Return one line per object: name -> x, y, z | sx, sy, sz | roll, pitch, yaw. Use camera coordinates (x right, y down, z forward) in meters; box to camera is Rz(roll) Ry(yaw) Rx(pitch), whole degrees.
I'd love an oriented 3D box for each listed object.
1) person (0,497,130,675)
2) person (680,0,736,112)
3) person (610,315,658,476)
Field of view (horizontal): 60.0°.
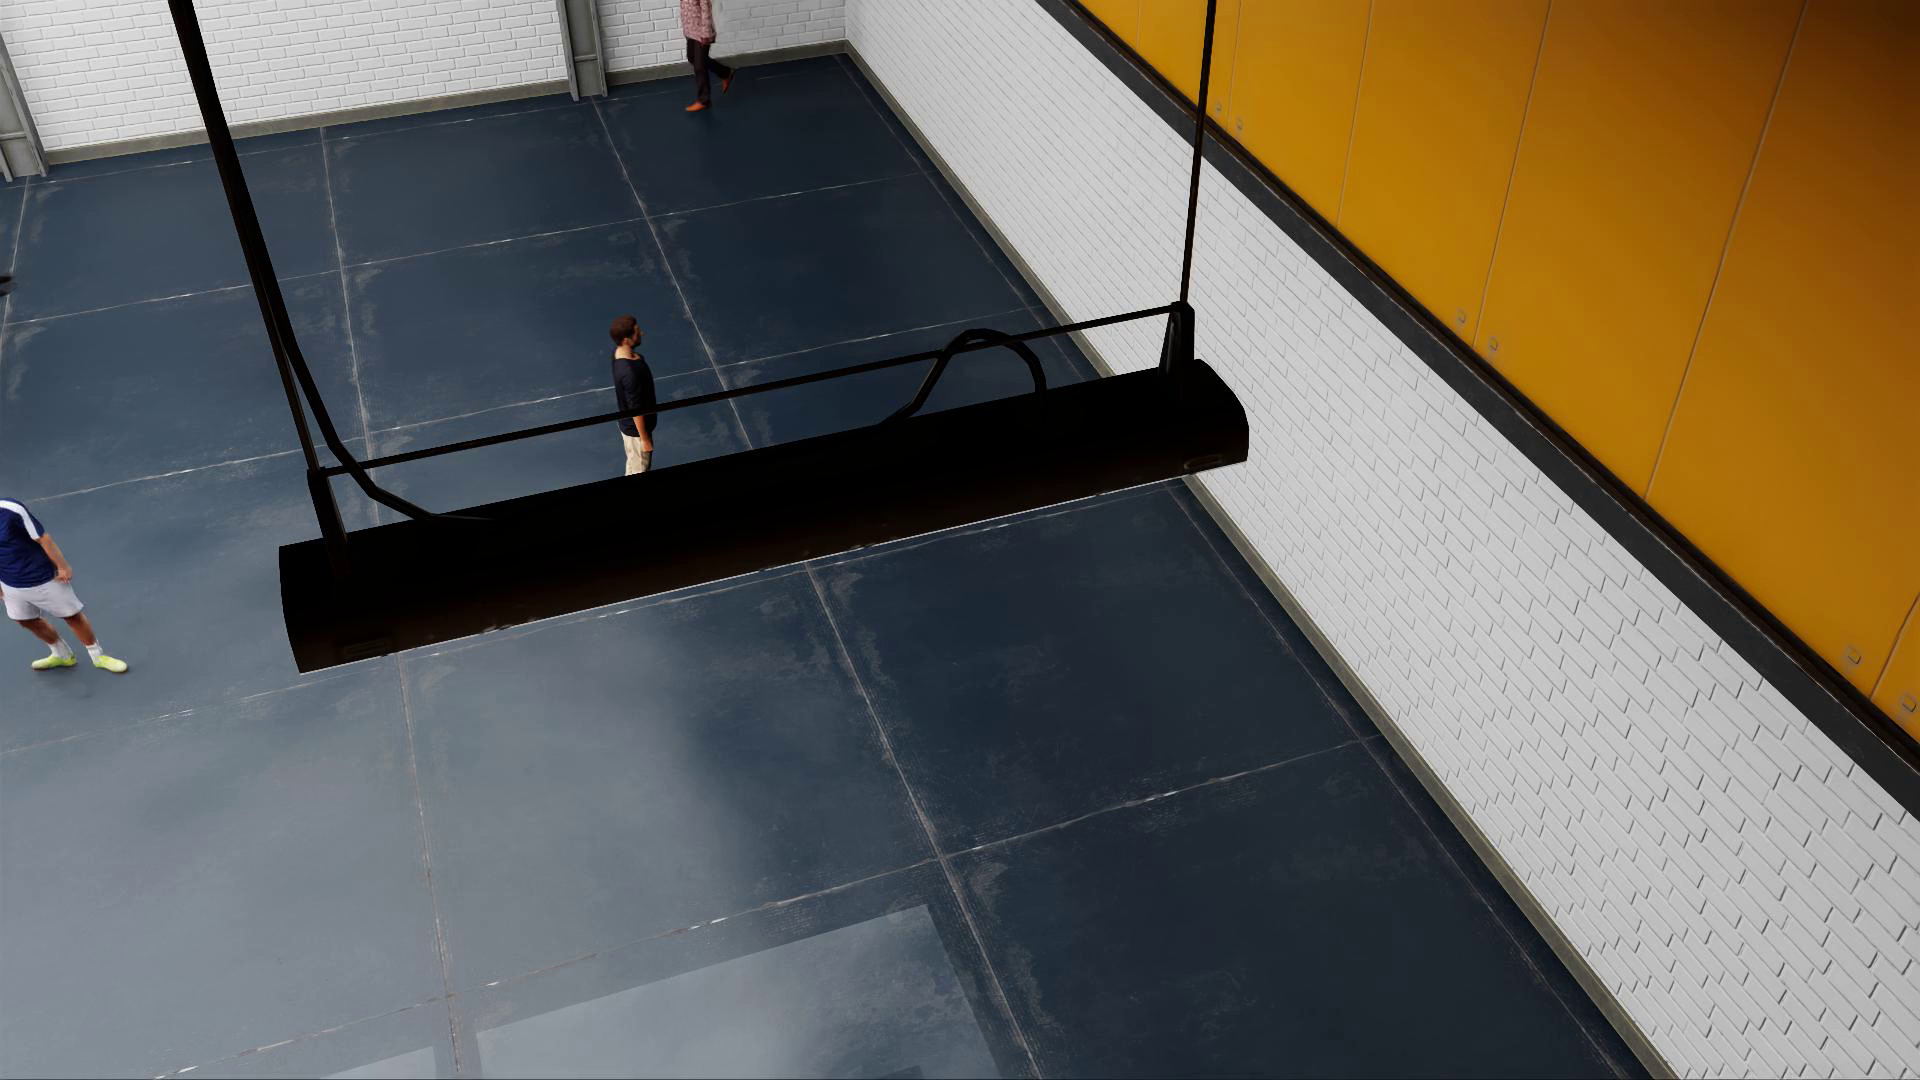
person -> -6.159, 0.220, 11.143 | 0.702, 1.793, 0.944 | -5, 39, -6
person -> -2.843, -5.718, 18.582 | 0.972, 1.788, 0.779 | -19, 42, -22
person -> -2.430, -0.857, 12.444 | 0.551, 1.851, 0.638 | -11, 40, -14
